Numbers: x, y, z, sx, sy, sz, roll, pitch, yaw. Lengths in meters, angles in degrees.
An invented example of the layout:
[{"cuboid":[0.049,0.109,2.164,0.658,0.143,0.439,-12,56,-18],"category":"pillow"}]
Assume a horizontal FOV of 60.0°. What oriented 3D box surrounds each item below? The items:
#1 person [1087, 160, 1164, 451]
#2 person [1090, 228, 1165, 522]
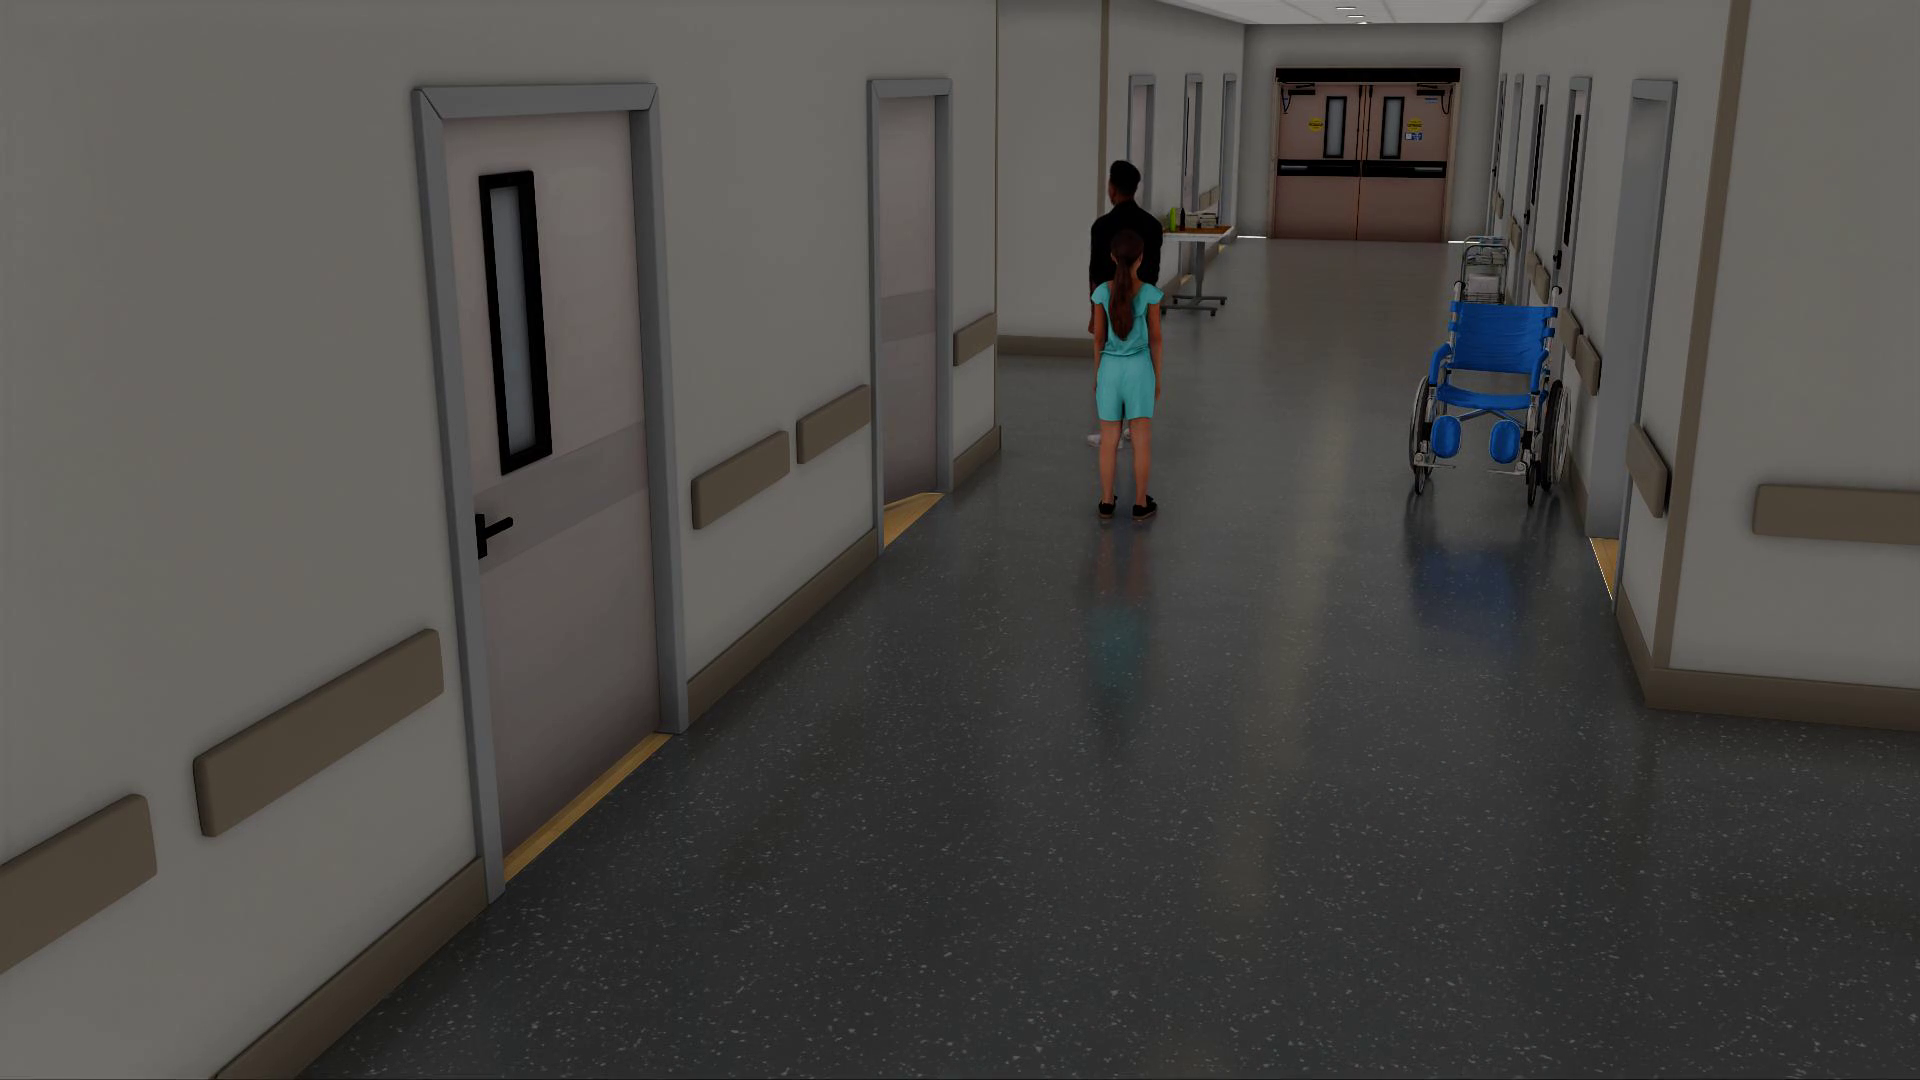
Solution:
[{"cuboid":[1.047,-1.492,10.588,0.770,1.809,0.841,-10,18,-31],"category":"person"},{"cuboid":[0.891,-0.889,8.911,0.537,1.559,0.536,4,16,15],"category":"person"}]
